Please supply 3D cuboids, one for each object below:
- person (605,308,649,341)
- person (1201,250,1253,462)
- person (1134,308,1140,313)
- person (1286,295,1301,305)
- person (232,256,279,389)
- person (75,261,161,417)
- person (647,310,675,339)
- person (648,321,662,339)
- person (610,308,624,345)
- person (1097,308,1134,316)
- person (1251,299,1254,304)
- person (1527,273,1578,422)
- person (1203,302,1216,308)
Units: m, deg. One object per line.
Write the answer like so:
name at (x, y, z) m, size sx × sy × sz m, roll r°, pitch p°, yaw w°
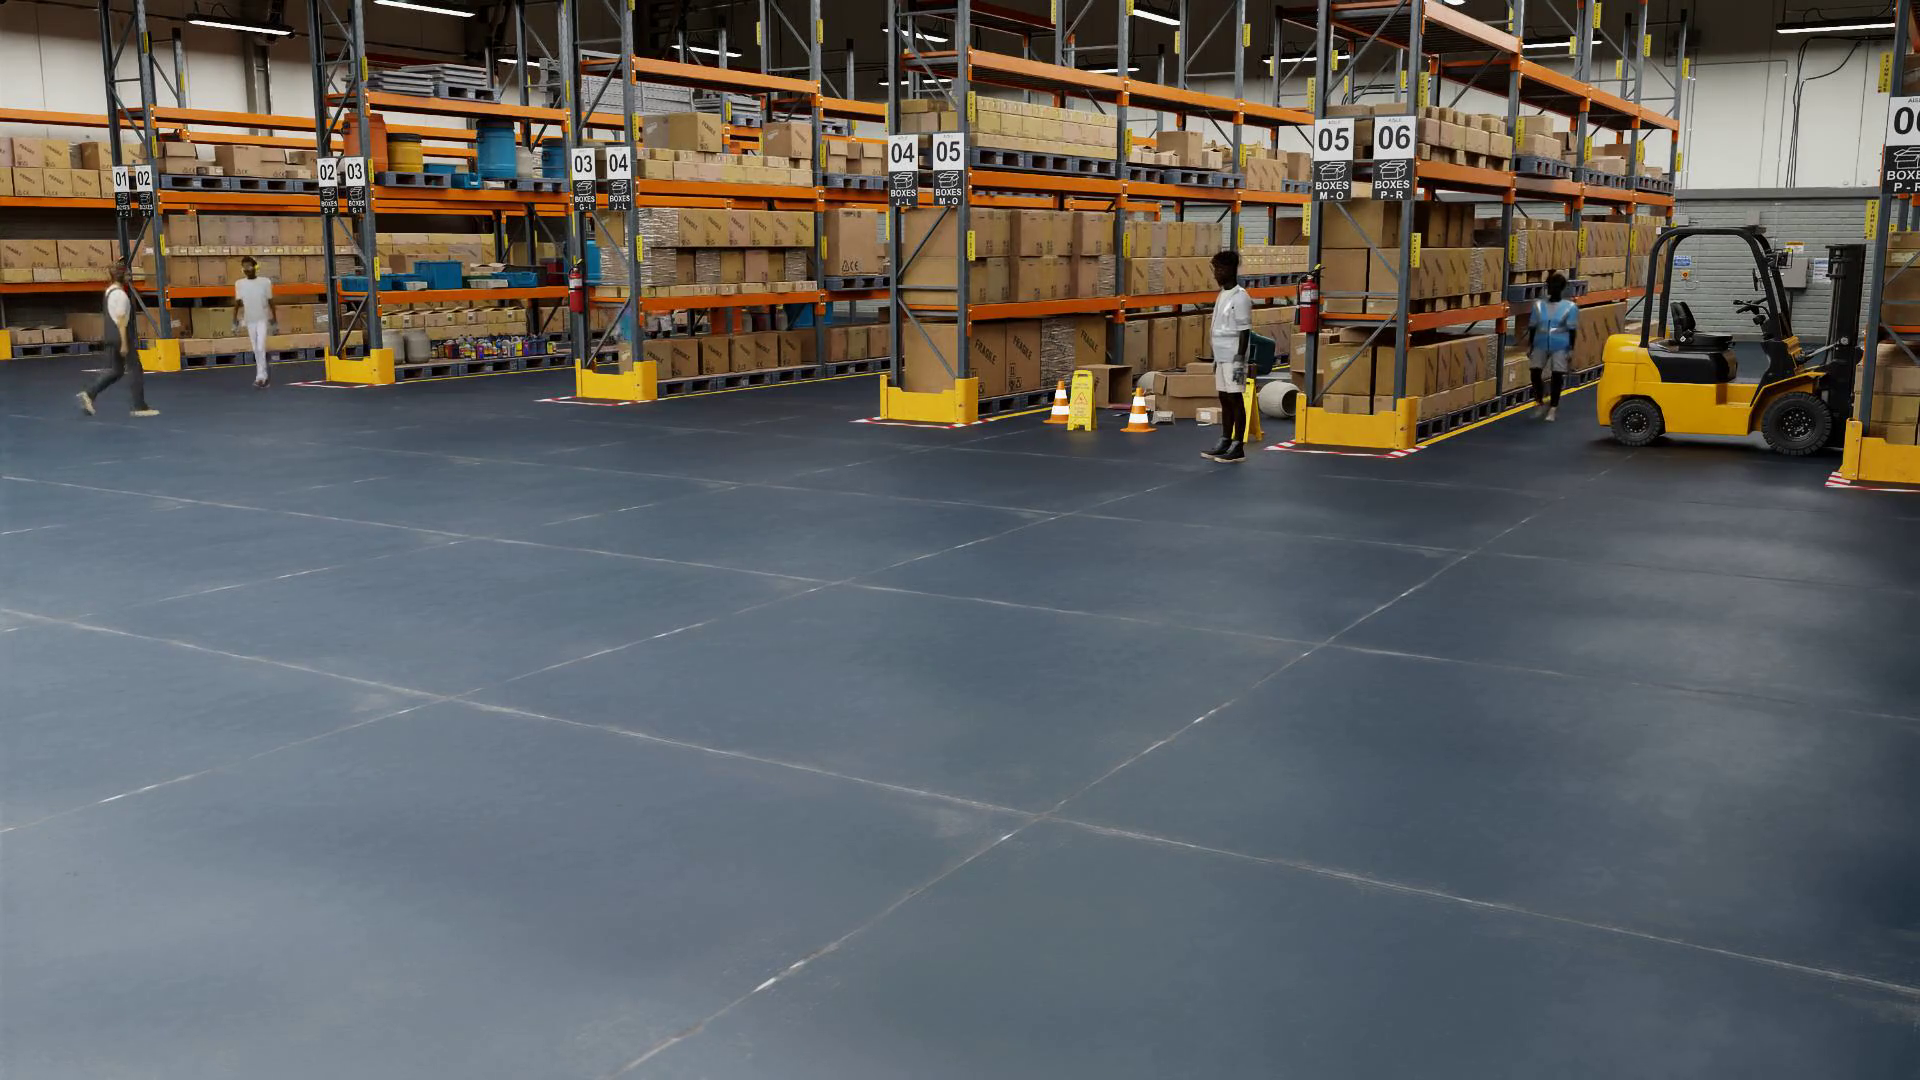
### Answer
person at (-5.012, -3.294, 24.757) m, size 0.608 × 1.813 × 0.804 m, roll 4°, pitch 11°, yaw 23°
person at (2.491, -1.699, 15.441) m, size 0.392 × 1.957 × 0.607 m, roll -2°, pitch 10°, yaw -11°
person at (3.021, -4.288, 30.032) m, size 0.547 × 1.924 × 0.391 m, roll 5°, pitch 11°, yaw 28°
person at (6.966, -5.112, 35.012) m, size 0.903 × 1.810 × 0.632 m, roll 1°, pitch 10°, yaw 8°
person at (-9.826, -3.008, 23.108) m, size 0.552 × 1.829 × 0.897 m, roll 0°, pitch 10°, yaw -2°
person at (-9.804, -2.305, 19.247) m, size 0.508 × 1.822 × 0.796 m, roll 10°, pitch 14°, yaw 44°
person at (-4.989, -3.742, 27.624) m, size 0.532 × 1.693 × 0.319 m, roll 1°, pitch 10°, yaw 8°
person at (-6.140, -5.024, 33.842) m, size 0.634 × 2.030 × 0.448 m, roll 4°, pitch 11°, yaw 22°
person at (-6.525, -4.612, 31.910) m, size 0.589 × 1.907 × 0.683 m, roll 5°, pitch 11°, yaw 26°
person at (2.503, -3.759, 26.746) m, size 0.704 × 2.000 × 0.536 m, roll 5°, pitch 11°, yaw 26°
person at (5.600, -4.909, 33.832) m, size 0.611 × 1.803 × 1.095 m, roll 9°, pitch 14°, yaw 42°
person at (6.659, -2.158, 18.756) m, size 0.555 × 1.679 × 0.457 m, roll 6°, pitch 12°, yaw 32°
person at (4.925, -4.636, 32.004) m, size 0.652 × 1.908 × 0.621 m, roll -5°, pitch 11°, yaw -27°
